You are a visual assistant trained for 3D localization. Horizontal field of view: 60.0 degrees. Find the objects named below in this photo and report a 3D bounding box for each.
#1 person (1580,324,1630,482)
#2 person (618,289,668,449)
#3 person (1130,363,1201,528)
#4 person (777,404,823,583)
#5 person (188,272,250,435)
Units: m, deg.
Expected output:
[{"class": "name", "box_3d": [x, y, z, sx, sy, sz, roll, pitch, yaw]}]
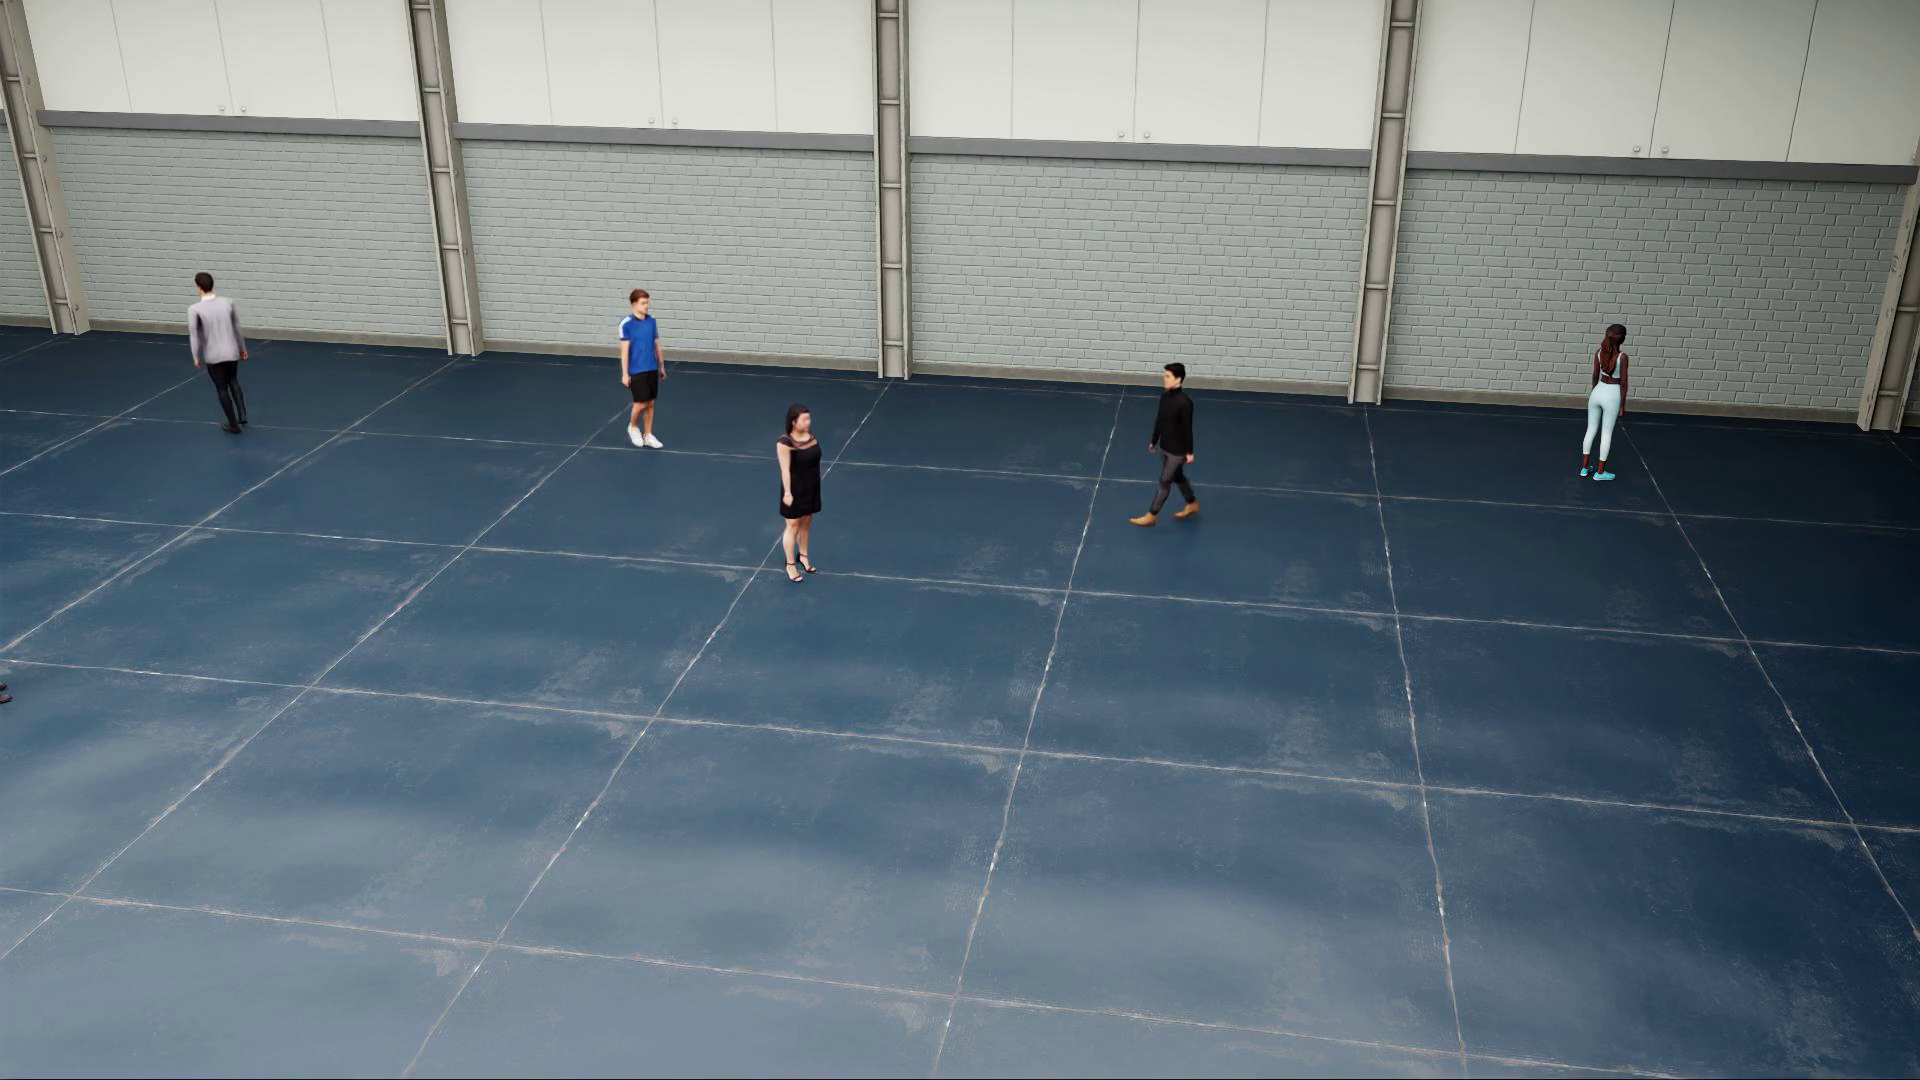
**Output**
[{"class": "person", "box_3d": [7.003, -1.504, 18.041, 0.711, 1.725, 0.646, -17, 28, -34]}, {"class": "person", "box_3d": [-3.671, -1.957, 18.935, 0.886, 1.858, 0.843, 19, 30, 38]}, {"class": "person", "box_3d": [2.223, -0.956, 16.803, 1.195, 1.684, 1.019, -9, 25, -19]}, {"class": "person", "box_3d": [-1.514, -0.458, 15.590, 0.725, 1.718, 0.736, 13, 26, 28]}, {"class": "person", "box_3d": [-8.541, -2.147, 19.323, 0.850, 1.905, 0.861, 19, 29, 37]}]
